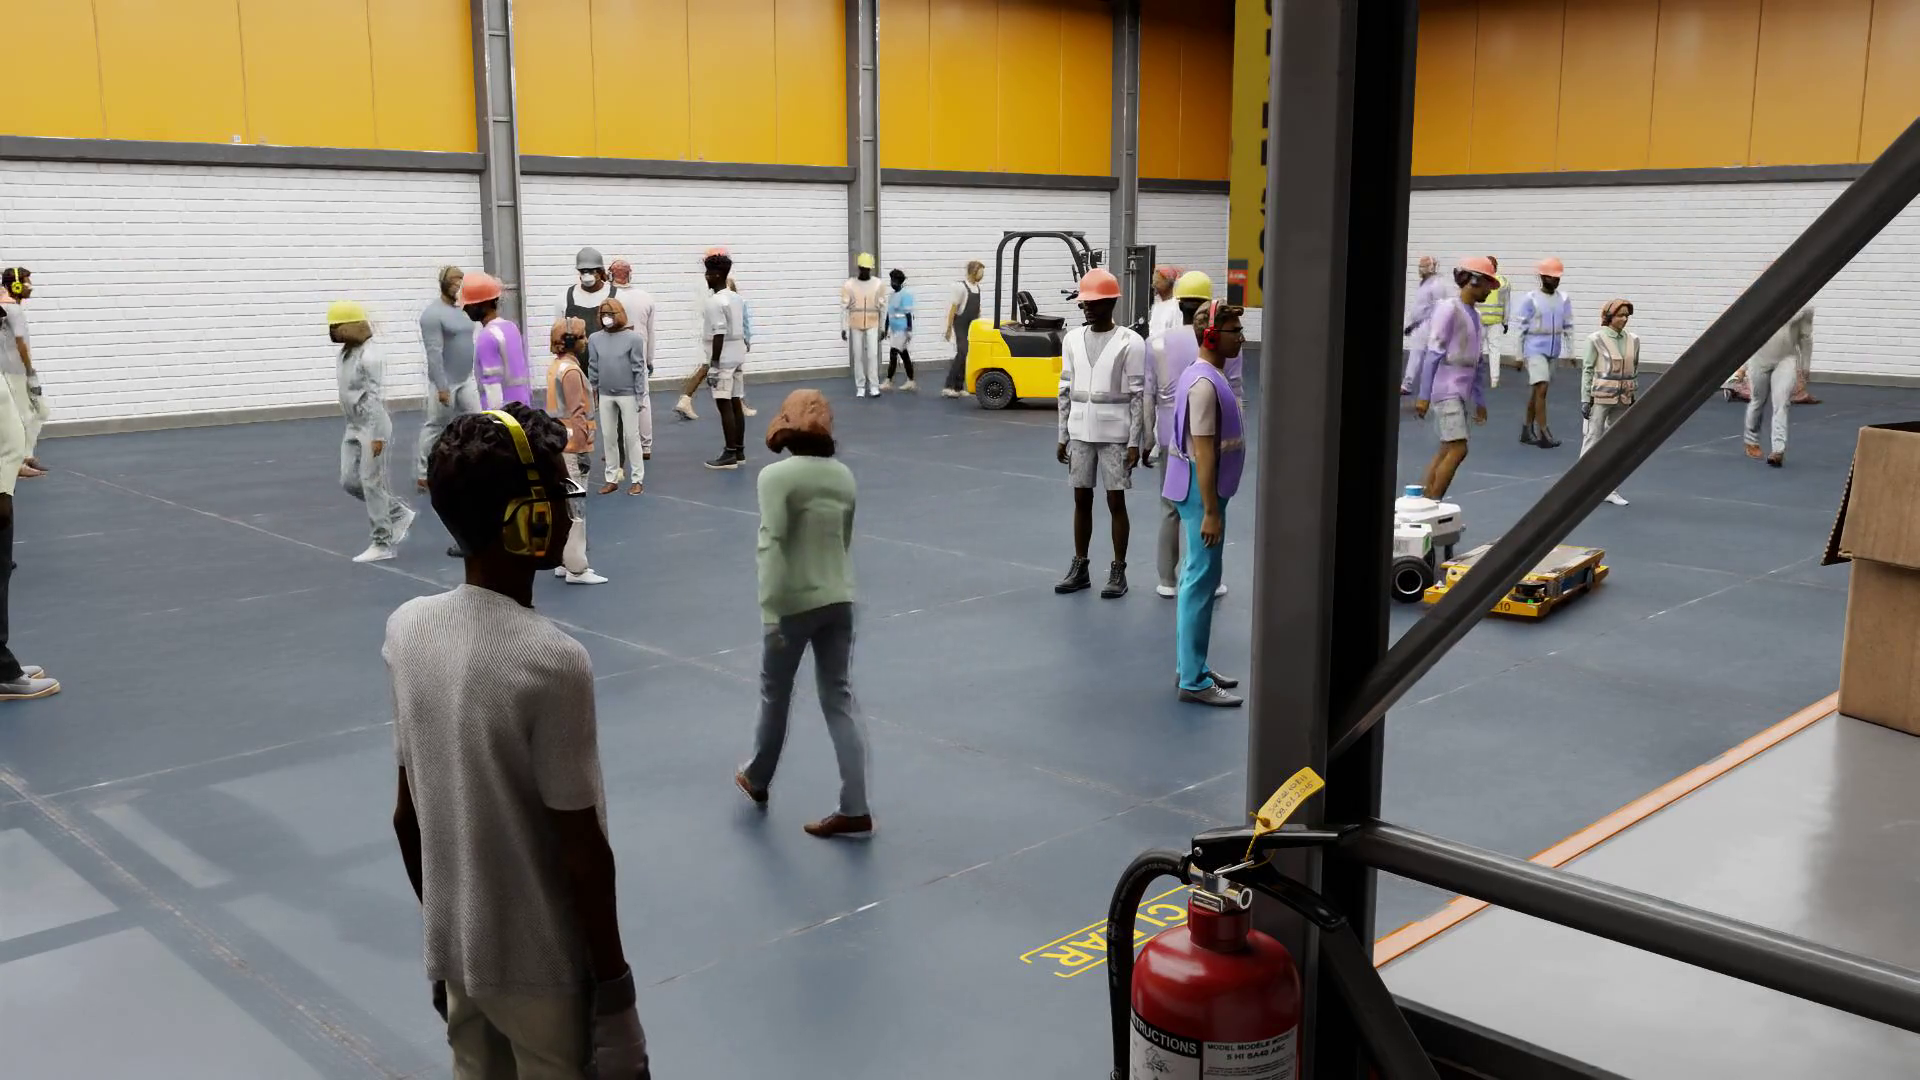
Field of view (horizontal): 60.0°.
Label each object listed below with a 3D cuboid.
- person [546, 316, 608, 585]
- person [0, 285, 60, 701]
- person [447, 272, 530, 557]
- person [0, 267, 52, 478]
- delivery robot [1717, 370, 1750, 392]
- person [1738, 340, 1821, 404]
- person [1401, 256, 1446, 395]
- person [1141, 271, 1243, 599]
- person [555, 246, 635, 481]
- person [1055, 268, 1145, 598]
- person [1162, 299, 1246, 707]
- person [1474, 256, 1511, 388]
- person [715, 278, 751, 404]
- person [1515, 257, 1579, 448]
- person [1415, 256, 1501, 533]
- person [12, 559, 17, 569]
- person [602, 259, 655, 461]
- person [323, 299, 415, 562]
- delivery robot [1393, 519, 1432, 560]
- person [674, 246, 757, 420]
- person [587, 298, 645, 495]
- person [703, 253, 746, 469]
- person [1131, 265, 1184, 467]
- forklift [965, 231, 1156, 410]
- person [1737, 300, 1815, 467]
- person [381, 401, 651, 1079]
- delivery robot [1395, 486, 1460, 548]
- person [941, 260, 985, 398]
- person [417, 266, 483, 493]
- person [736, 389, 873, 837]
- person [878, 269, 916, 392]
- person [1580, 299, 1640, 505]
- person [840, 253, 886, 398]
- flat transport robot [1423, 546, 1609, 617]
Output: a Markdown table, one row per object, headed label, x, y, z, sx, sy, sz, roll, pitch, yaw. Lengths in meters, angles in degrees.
| label | x | y | z | sx | sy | sz | roll | pitch | yaw |
| --- | --- | --- | --- | --- | --- | --- | --- | --- | --- |
| person | -2.382 | -0.545 | 10.213 | 0.306 | 1.640 | 0.522 | -5 | 12 | -26 |
| person | -4.486 | -0.258 | 7.675 | 0.378 | 1.996 | 0.611 | -8 | 13 | -36 |
| person | -2.988 | -0.825 | 11.062 | 0.829 | 1.913 | 0.563 | 1 | 10 | 8 |
| person | -8.234 | -1.460 | 14.631 | 0.484 | 1.843 | 0.537 | -6 | 12 | -28 |
| delivery robot | 9.952 | -2.126 | 21.534 | 0.477 | 0.478 | 0.707 | 0 | 10 | -2 |
| person | 10.400 | -2.637 | 21.023 | 0.985 | 1.867 | 0.636 | 3 | 11 | 18 |
| person | 6.272 | -2.864 | 22.284 | 1.000 | 1.862 | 0.641 | 0 | 10 | -2 |
| person | 1.357 | -0.608 | 9.774 | 0.593 | 1.922 | 0.387 | 2 | 11 | 12 |
| person | -3.168 | -1.515 | 14.407 | 0.683 | 2.000 | 0.536 | 0 | 10 | -2 |
| person | 0.815 | -0.623 | 9.824 | 0.552 | 1.937 | 0.356 | 6 | 12 | 29 |
| person | 1.120 | -0.173 | 7.621 | 0.387 | 1.846 | 0.566 | 1 | 10 | 7 |
| person | 7.392 | -3.058 | 23.365 | 0.635 | 1.842 | 0.429 | 2 | 11 | 12 |
| person | -2.933 | -2.518 | 21.101 | 0.539 | 1.590 | 0.880 | 5 | 11 | 24 |
| person | 5.939 | -1.872 | 16.712 | 0.557 | 1.896 | 0.893 | -3 | 11 | -17 |
| person | 3.557 | -1.036 | 11.950 | 0.522 | 1.978 | 0.699 | 7 | 13 | 34 |
| person | -6.171 | -0.725 | 10.372 | 0.363 | 1.939 | 0.542 | -4 | 11 | -19 |
| person | -3.185 | -1.688 | 15.713 | 0.637 | 1.911 | 0.406 | -8 | 13 | -37 |
| person | -3.879 | -0.719 | 10.933 | 0.495 | 1.726 | 0.516 | 9 | 14 | 41 |
| delivery robot | 2.432 | 0.010 | 9.887 | 0.707 | 0.478 | 0.477 | 3 | 11 | 14 |
| person | -2.848 | -2.383 | 19.236 | 1.002 | 2.011 | 0.606 | -9 | 14 | -42 |
| person | -2.828 | -1.178 | 13.702 | 0.506 | 1.626 | 0.282 | 3 | 11 | 14 |
| person | -2.168 | -1.636 | 15.266 | 0.368 | 1.965 | 0.609 | 3 | 11 | 13 |
| person | 1.983 | -1.600 | 15.359 | 0.770 | 1.864 | 0.577 | -5 | 12 | -26 |
| forklift | 1.222 | -2.721 | 20.561 | 2.313 | 2.155 | 1.214 | 2 | 11 | 13 |
| person | 7.609 | -1.642 | 15.561 | 0.671 | 1.883 | 1.042 | 4 | 11 | 21 |
| person | -0.710 | 0.708 | 2.752 | 0.512 | 1.872 | 0.328 | 8 | 13 | 36 |
| delivery robot | 2.849 | -0.100 | 10.487 | 0.707 | 0.478 | 0.477 | -10 | 14 | -44 |
| person | 0.079 | -2.767 | 21.873 | 0.454 | 1.803 | 0.546 | 6 | 12 | 31 |
| person | -4.114 | -1.288 | 13.607 | 1.030 | 1.880 | 0.655 | 4 | 11 | 23 |
| person | -0.580 | 0.254 | 6.014 | 0.548 | 1.576 | 0.740 | -10 | 14 | -43 |
| person | -0.918 | -2.846 | 22.674 | 0.786 | 1.653 | 0.578 | -5 | 12 | -26 |
| person | 5.120 | -1.077 | 13.119 | 0.524 | 1.636 | 0.308 | -3 | 11 | -18 |
| person | -1.253 | -2.787 | 21.740 | 0.613 | 1.889 | 0.855 | -1 | 10 | -6 |
| flat transport robot | 3.330 | 0.201 | 9.880 | 0.652 | 0.197 | 1.431 | 7 | 13 | 35 |
